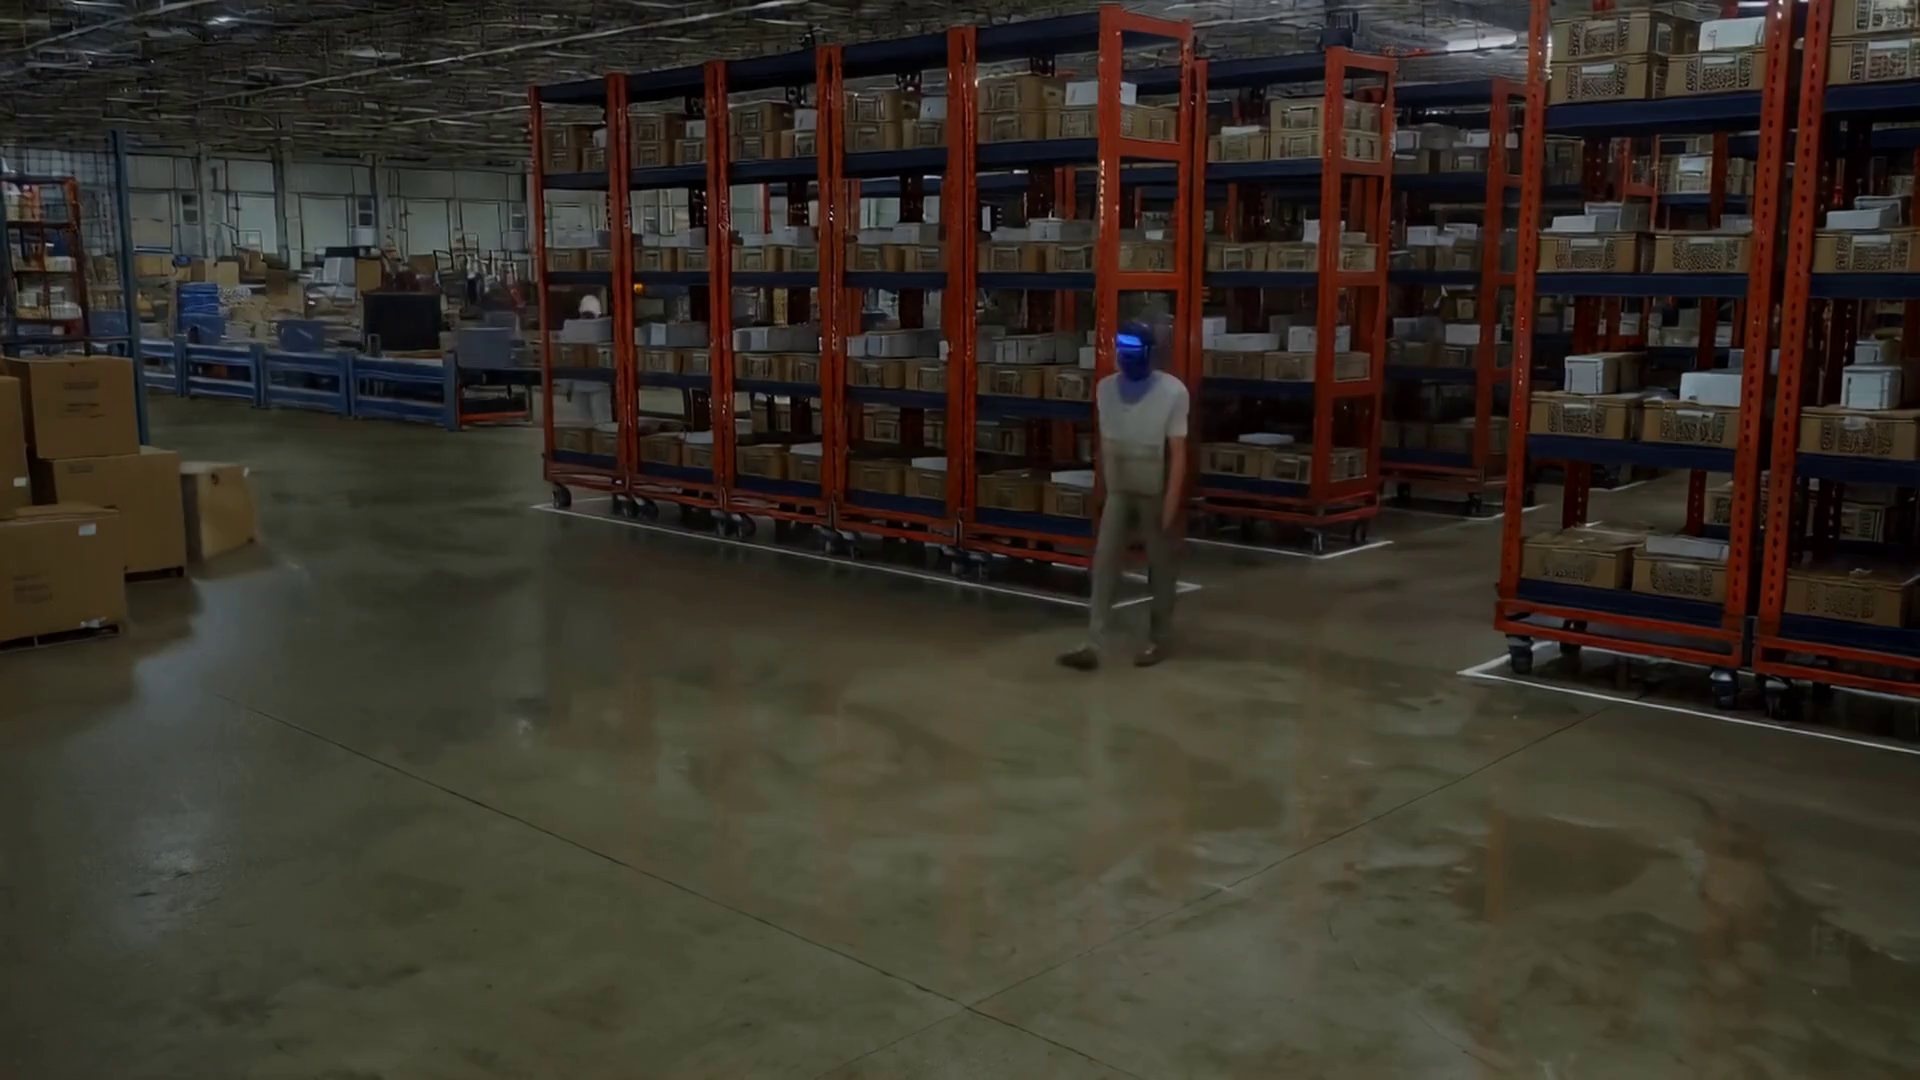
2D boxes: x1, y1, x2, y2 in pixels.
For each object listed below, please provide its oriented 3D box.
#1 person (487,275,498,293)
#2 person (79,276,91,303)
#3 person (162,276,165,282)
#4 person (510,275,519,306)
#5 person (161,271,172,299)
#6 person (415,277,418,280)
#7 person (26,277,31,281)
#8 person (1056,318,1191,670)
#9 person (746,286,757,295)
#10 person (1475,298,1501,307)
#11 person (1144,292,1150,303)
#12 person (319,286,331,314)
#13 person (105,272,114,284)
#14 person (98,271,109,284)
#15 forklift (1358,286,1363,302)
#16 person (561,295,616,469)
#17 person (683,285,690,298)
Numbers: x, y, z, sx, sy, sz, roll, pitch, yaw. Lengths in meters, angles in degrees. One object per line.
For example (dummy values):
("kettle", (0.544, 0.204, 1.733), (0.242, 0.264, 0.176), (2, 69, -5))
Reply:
("person", (-22.546, -11.892, 80.269), (0.528, 1.765, 0.328), (-3, 10, -17))
("person", (-29.687, -8.052, 56.453), (0.328, 1.861, 0.500), (2, 10, 14))
("person", (-36.257, -11.178, 75.965), (0.325, 1.740, 0.492), (7, 12, 38))
("person", (-15.653, -8.389, 58.488), (0.309, 1.864, 0.534), (-7, 12, -37))
("person", (-25.291, -7.559, 52.931), (0.664, 2.018, 0.642), (-8, 12, -41))
("person", (-27.874, -12.649, 85.155), (0.550, 1.681, 0.435), (-6, 11, -32))
("person", (-39.324, -10.311, 70.182), (0.617, 1.884, 0.926), (7, 11, 35))
("person", (0.838, -0.210, 8.469), (0.596, 1.812, 0.854), (8, 12, 40))
("person", (-9.146, -10.859, 73.405), (0.549, 1.936, 0.377), (-1, 9, -5))
("person", (9.237, -3.613, 29.228), (0.967, 1.856, 0.667), (-8, 12, -39))
("person", (7.031, -9.023, 62.880), (0.321, 1.697, 0.529), (1, 9, 5))
("person", (-17.130, -6.108, 44.935), (0.457, 1.731, 0.546), (-4, 10, -23))
("person", (-38.285, -11.095, 74.820), (0.388, 1.947, 0.614), (4, 10, 21))
("person", (-33.878, -9.646, 65.788), (0.612, 1.997, 0.376), (5, 11, 29))
("forklift", (11.100, -7.017, 46.970), (1.873, 2.768, 1.129), (9, 13, 43))
("person", (-3.779, -1.591, 16.988), (0.599, 1.812, 0.700), (1, 9, 7))
("person", (-8.062, -6.905, 50.014), (0.553, 1.648, 0.854), (-9, 13, -44))
